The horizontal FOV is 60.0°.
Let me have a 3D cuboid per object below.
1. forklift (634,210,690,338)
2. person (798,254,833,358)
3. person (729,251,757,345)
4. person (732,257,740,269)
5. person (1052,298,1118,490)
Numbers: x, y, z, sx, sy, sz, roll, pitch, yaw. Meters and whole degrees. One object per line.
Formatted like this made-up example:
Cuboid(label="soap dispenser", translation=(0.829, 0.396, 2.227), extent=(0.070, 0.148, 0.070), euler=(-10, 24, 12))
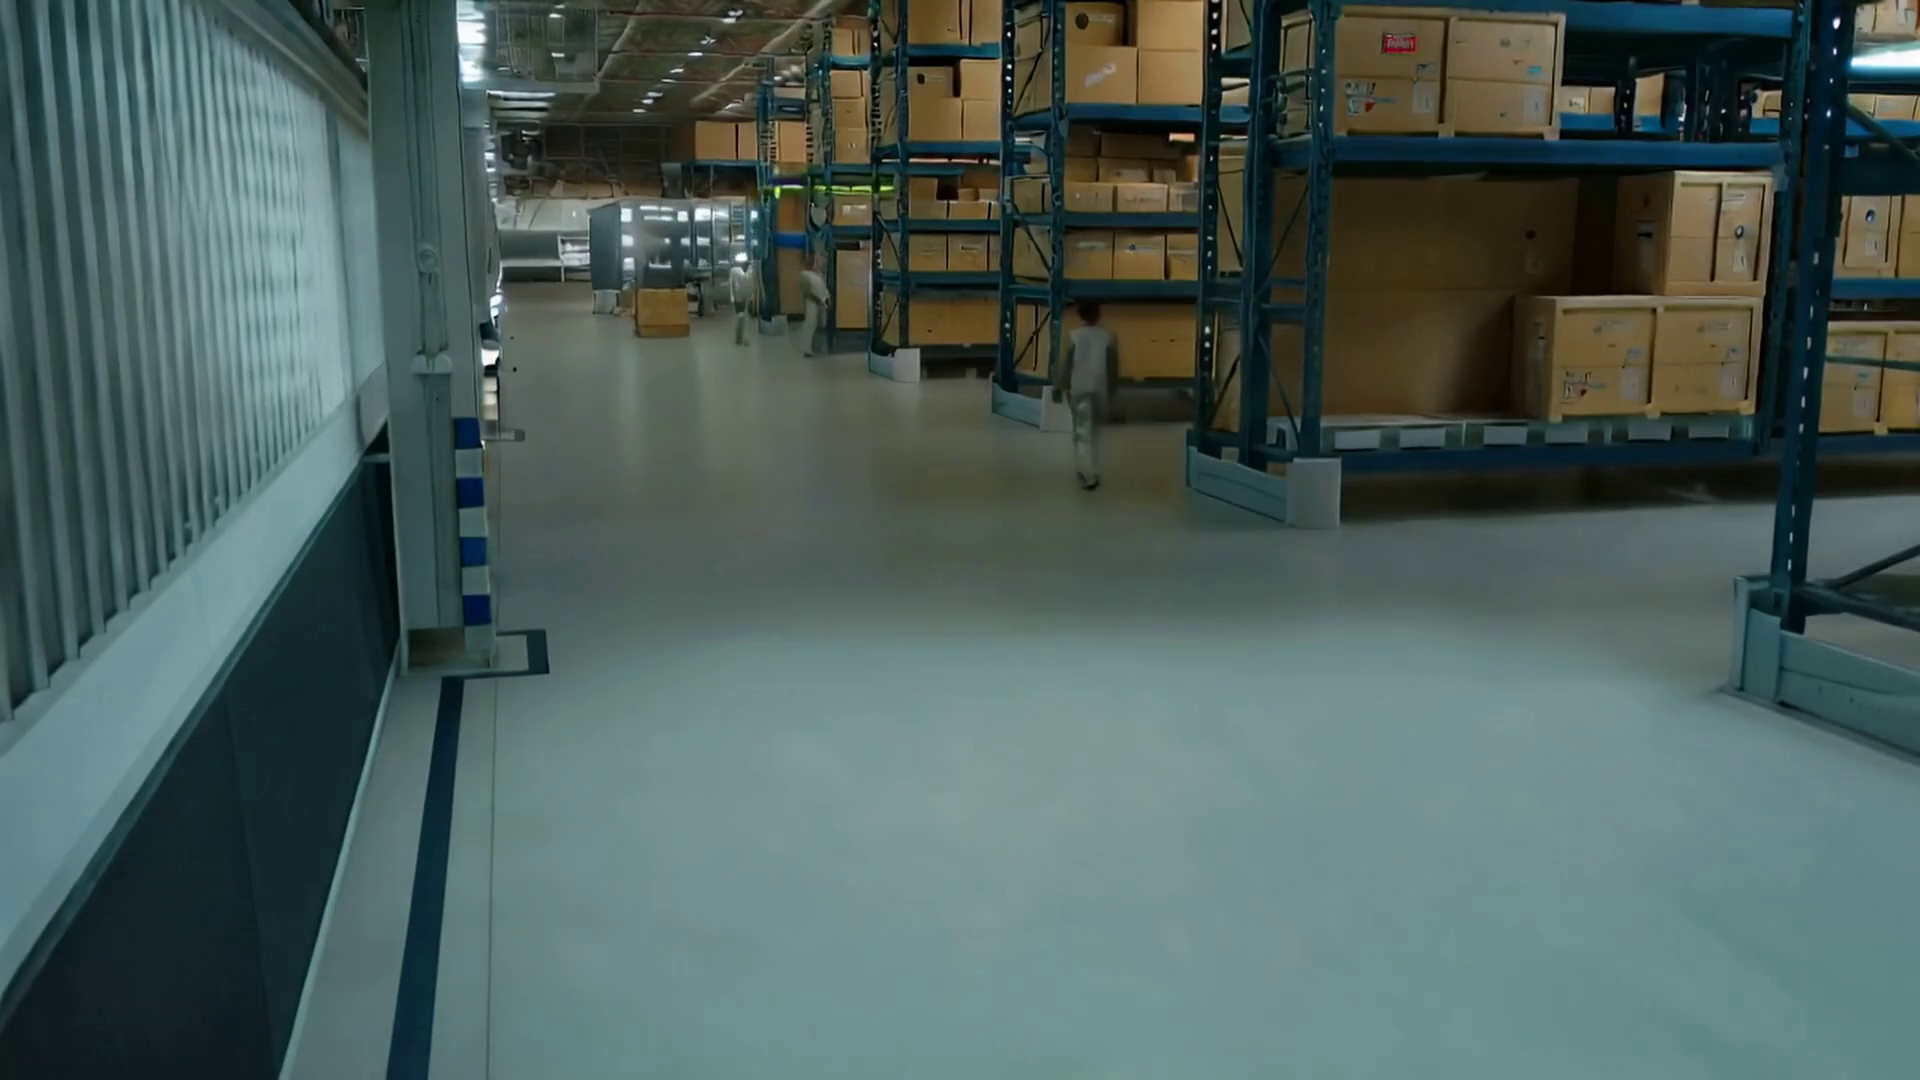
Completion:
Cuboid(label="forklift", translation=(-6.643, -5.925, 36.924), extent=(1.129, 2.768, 1.873), euler=(-3, 10, -15))
Cuboid(label="person", translation=(-2.709, -4.274, 30.404), extent=(0.551, 1.880, 0.659), euler=(6, 11, 29))
Cuboid(label="person", translation=(-4.402, -4.928, 33.978), extent=(0.569, 1.924, 0.496), euler=(-6, 11, -29))
Cuboid(label="person", translation=(-6.425, -7.330, 48.148), extent=(0.498, 1.731, 0.378), euler=(8, 13, 39))
Cuboid(label="person", translation=(1.079, -1.230, 13.962), extent=(0.521, 1.599, 0.853), euler=(-3, 10, -14))
